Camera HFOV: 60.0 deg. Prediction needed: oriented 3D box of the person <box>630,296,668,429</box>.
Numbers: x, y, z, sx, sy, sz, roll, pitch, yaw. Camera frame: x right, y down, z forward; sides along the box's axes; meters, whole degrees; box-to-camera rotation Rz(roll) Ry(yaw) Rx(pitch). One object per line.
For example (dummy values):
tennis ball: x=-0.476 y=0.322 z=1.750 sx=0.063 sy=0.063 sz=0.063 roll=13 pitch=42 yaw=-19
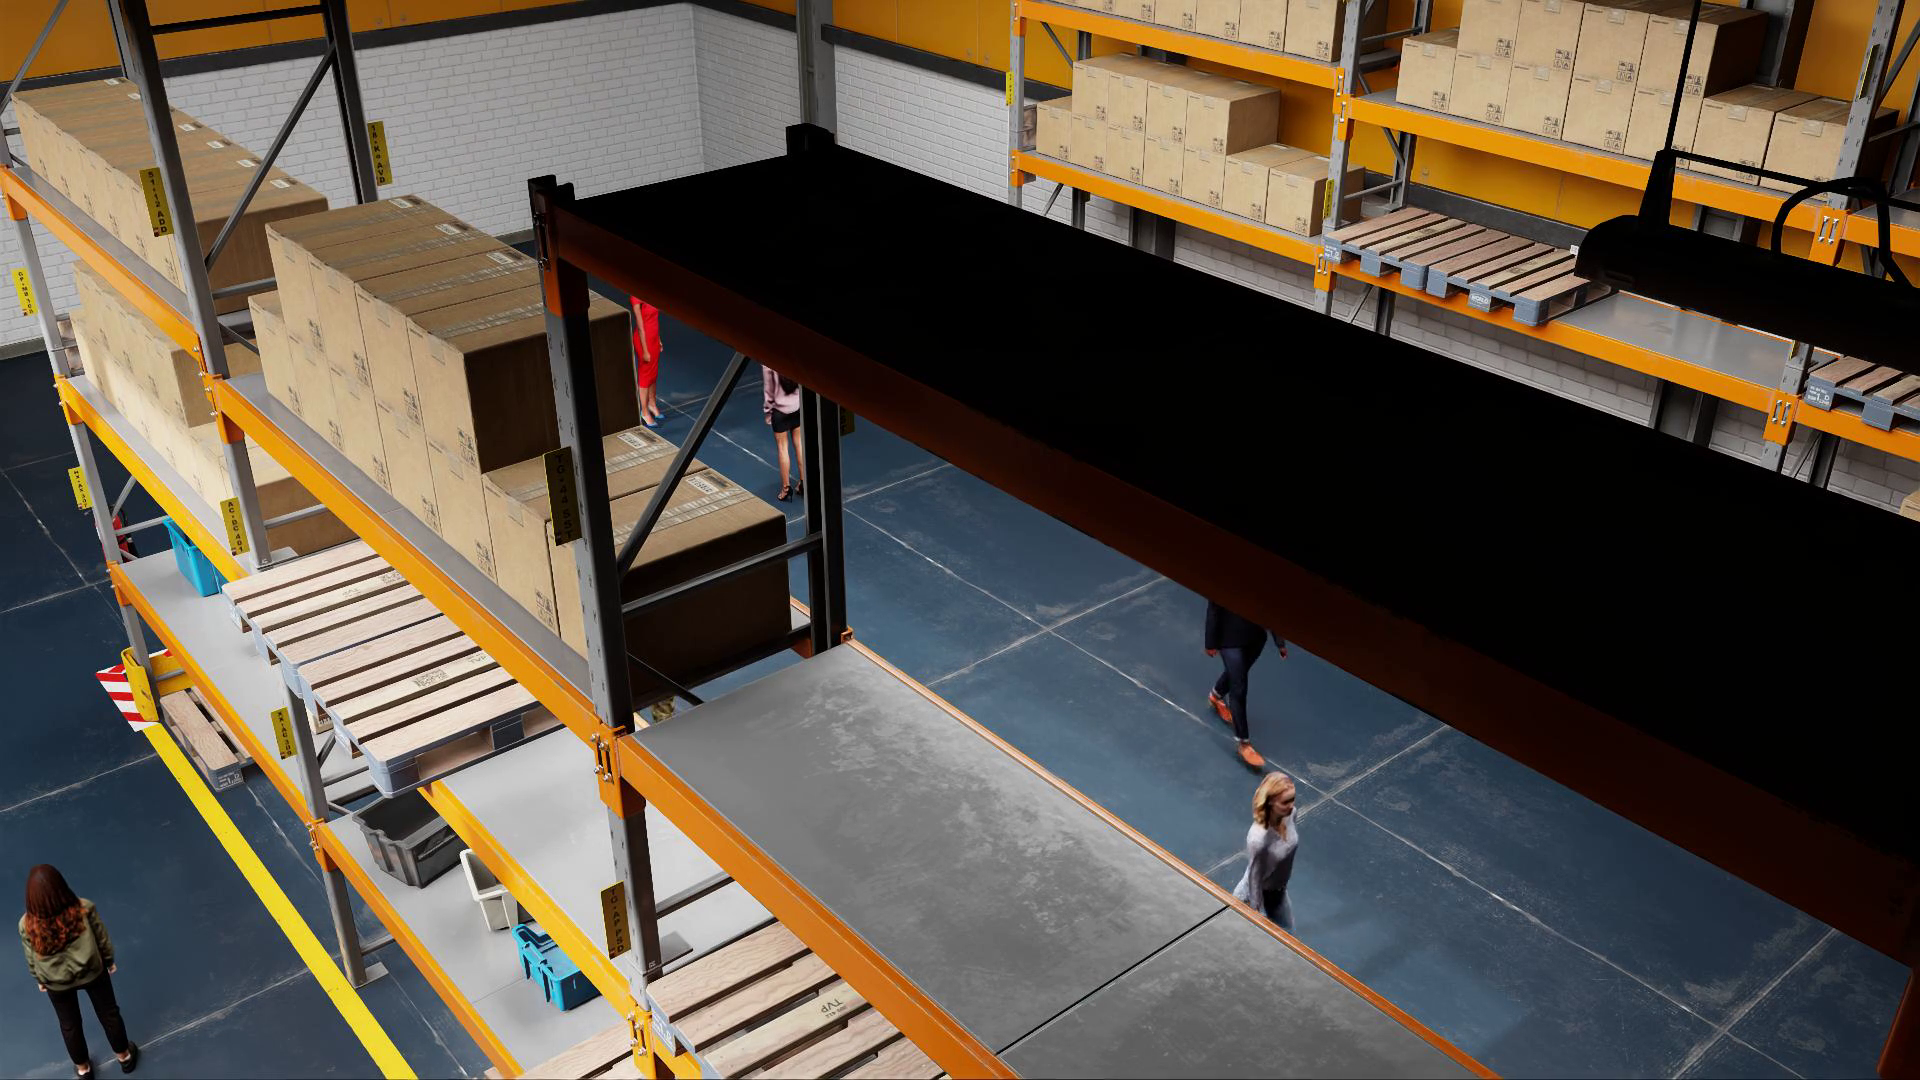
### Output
person: x=-3.269 y=-2.037 z=17.347 sx=0.675 sy=1.744 sz=0.640 roll=6 pitch=29 yaw=11

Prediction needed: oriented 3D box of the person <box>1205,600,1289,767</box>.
person: x=2.044 y=0.697 z=12.297 sx=0.926 sy=1.778 sz=1.263 roll=-12 pitch=31 yaw=-20

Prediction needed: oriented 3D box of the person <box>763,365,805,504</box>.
person: x=-1.631 y=-1.212 z=15.762 sx=0.624 sy=1.812 sz=0.537 roll=-19 pitch=34 yaw=-31

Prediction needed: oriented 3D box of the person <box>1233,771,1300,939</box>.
person: x=1.708 y=2.084 z=9.796 sx=0.652 sy=1.739 sz=1.184 roll=-24 pitch=37 yaw=-37

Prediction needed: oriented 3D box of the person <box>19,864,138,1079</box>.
person: x=-5.004 y=2.449 z=9.404 sx=0.618 sy=1.474 sz=0.562 roll=-14 pitch=31 yaw=-23
